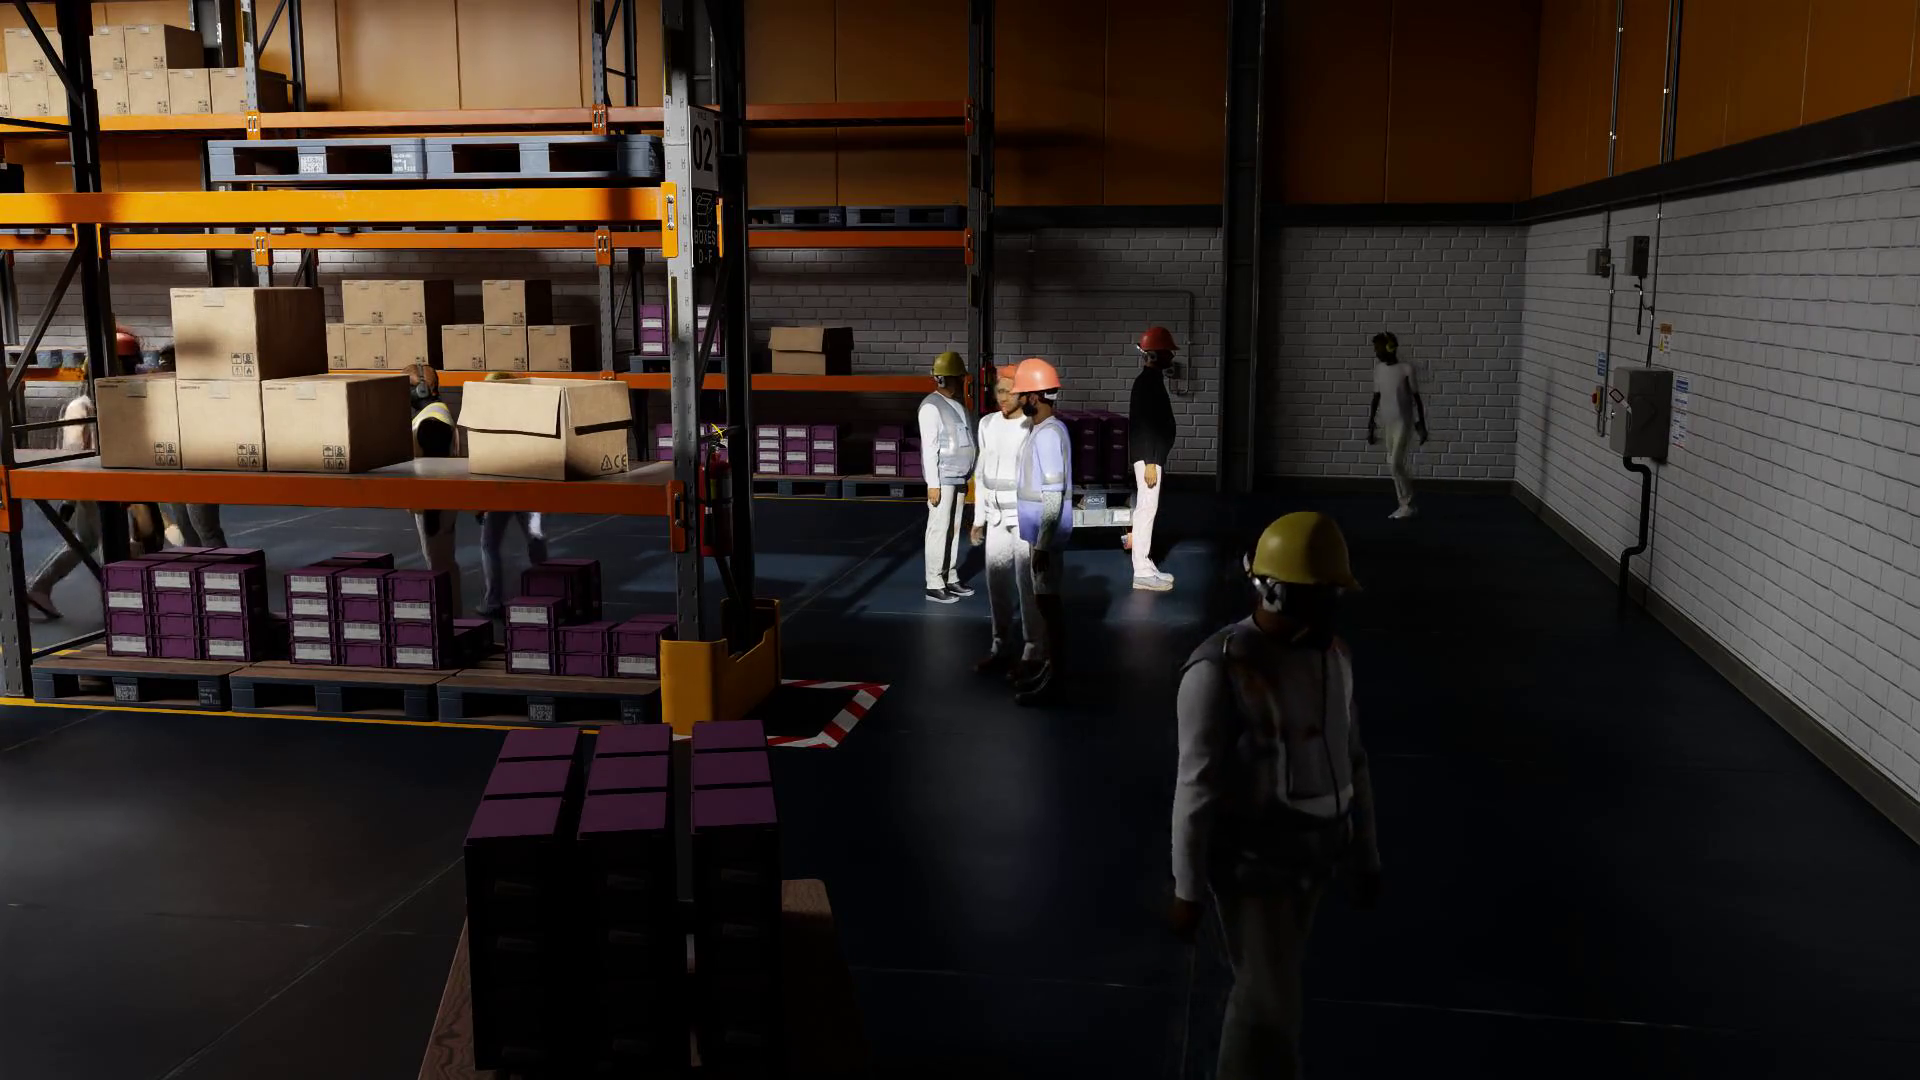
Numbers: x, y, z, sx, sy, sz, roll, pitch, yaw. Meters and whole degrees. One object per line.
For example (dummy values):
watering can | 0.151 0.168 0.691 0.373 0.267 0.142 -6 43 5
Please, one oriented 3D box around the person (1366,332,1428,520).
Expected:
person | 4.248 -1.100 16.163 0.533 1.824 0.536 -5 11 -30

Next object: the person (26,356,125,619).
person | -6.087 -0.364 11.463 0.839 1.884 0.594 -2 9 -15

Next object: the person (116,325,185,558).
person | -6.701 -0.771 13.624 0.797 2.008 0.669 1 9 8

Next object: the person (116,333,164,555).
person | -6.432 -0.634 12.936 0.377 1.938 0.547 -1 9 -9

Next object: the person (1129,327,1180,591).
person | 1.471 -0.622 12.688 0.377 1.995 0.608 2 9 11

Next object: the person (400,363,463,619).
person | -3.399 -0.216 10.687 0.430 1.835 0.622 -4 10 -22

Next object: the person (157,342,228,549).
person | -5.409 -0.438 11.724 0.635 1.936 0.351 7 11 37

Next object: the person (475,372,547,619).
person | -3.098 -0.277 11.379 0.558 1.720 0.813 -8 12 -42

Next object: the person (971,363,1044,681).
person | 0.315 -0.108 9.867 0.587 1.878 0.365 9 13 44

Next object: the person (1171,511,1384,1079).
person | 0.899 0.836 4.195 0.624 1.807 0.718 -9 13 -43

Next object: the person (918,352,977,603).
person | -0.078 -0.465 12.212 0.404 1.830 0.603 4 10 23

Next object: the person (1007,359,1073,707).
person | 0.442 -0.039 9.257 0.370 1.931 0.552 1 9 4
